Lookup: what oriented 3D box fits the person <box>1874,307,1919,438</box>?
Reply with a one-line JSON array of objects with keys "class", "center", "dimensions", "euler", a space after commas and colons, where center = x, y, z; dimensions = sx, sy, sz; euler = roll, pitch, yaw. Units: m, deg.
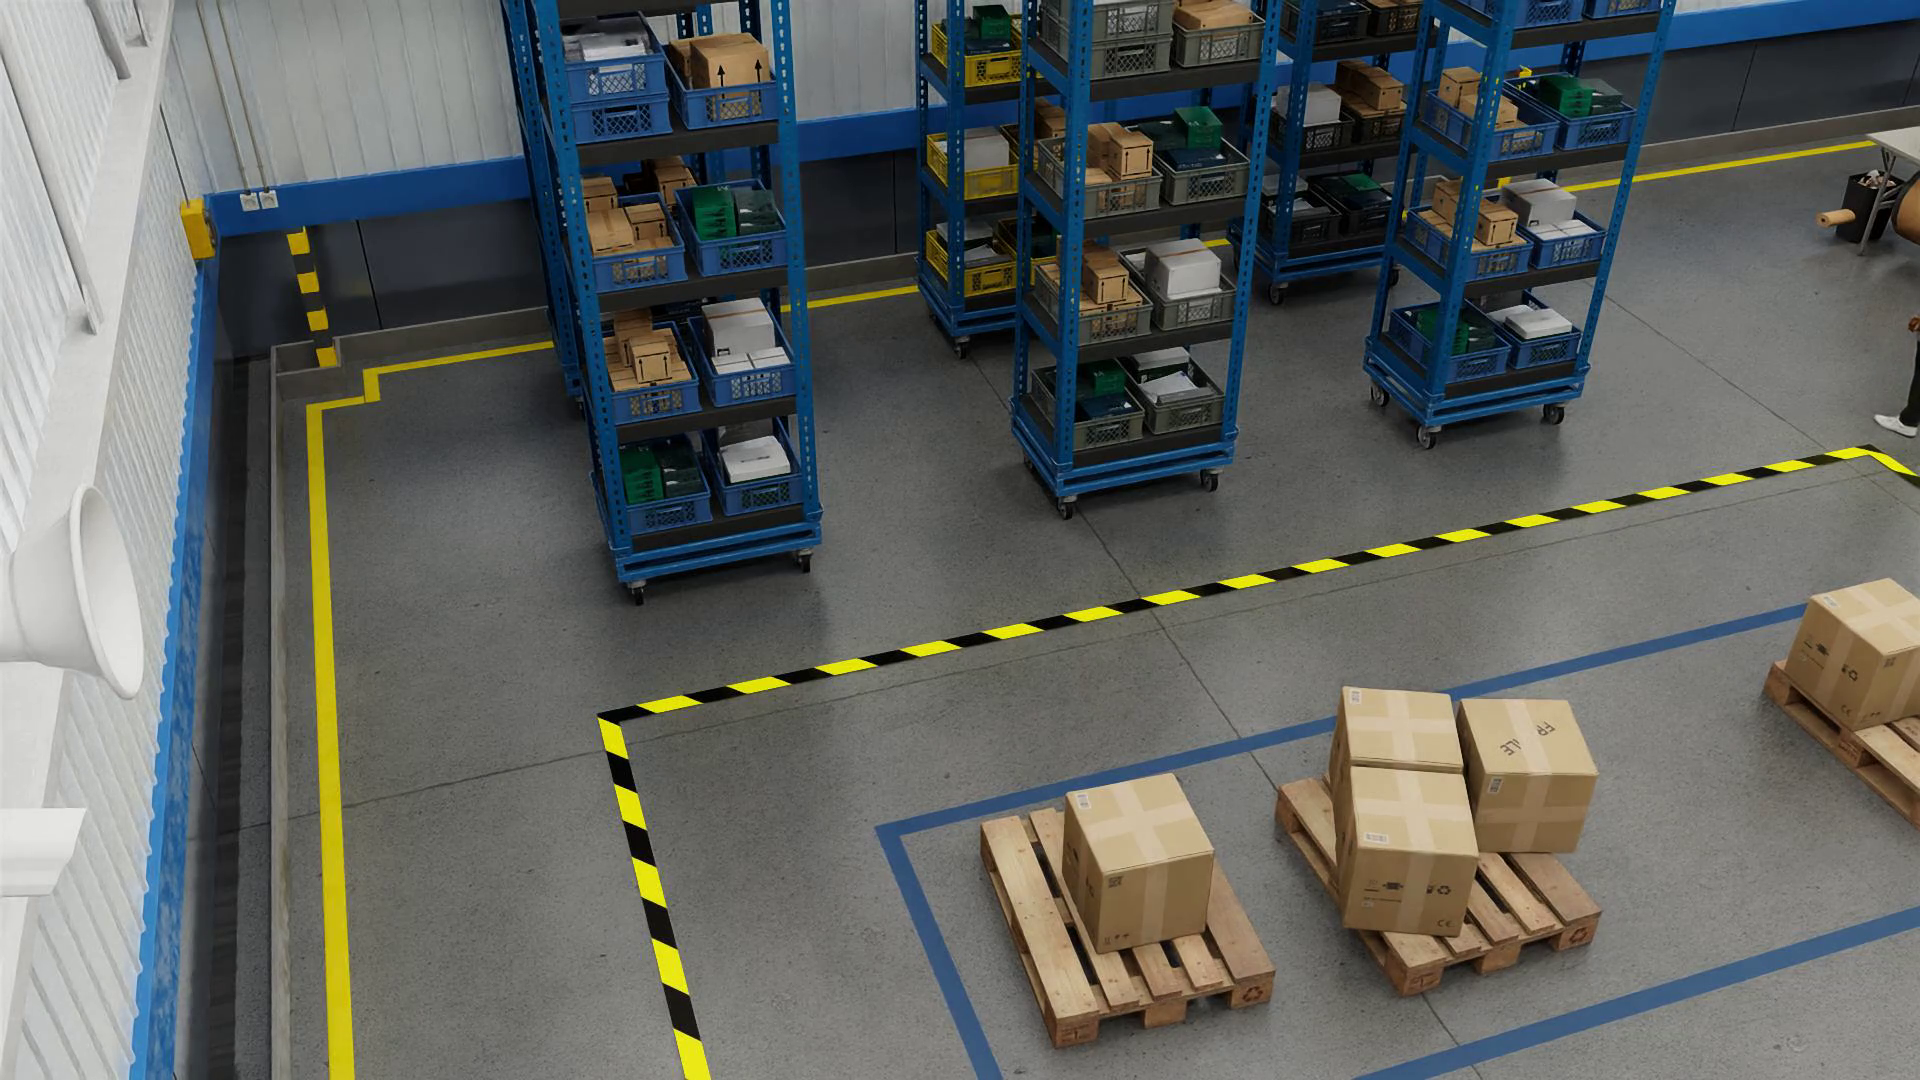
[{"class": "person", "center": [6.466, -1.537, 10.862], "dimensions": [0.589, 1.851, 0.401], "euler": [-11, 37, -16]}]
